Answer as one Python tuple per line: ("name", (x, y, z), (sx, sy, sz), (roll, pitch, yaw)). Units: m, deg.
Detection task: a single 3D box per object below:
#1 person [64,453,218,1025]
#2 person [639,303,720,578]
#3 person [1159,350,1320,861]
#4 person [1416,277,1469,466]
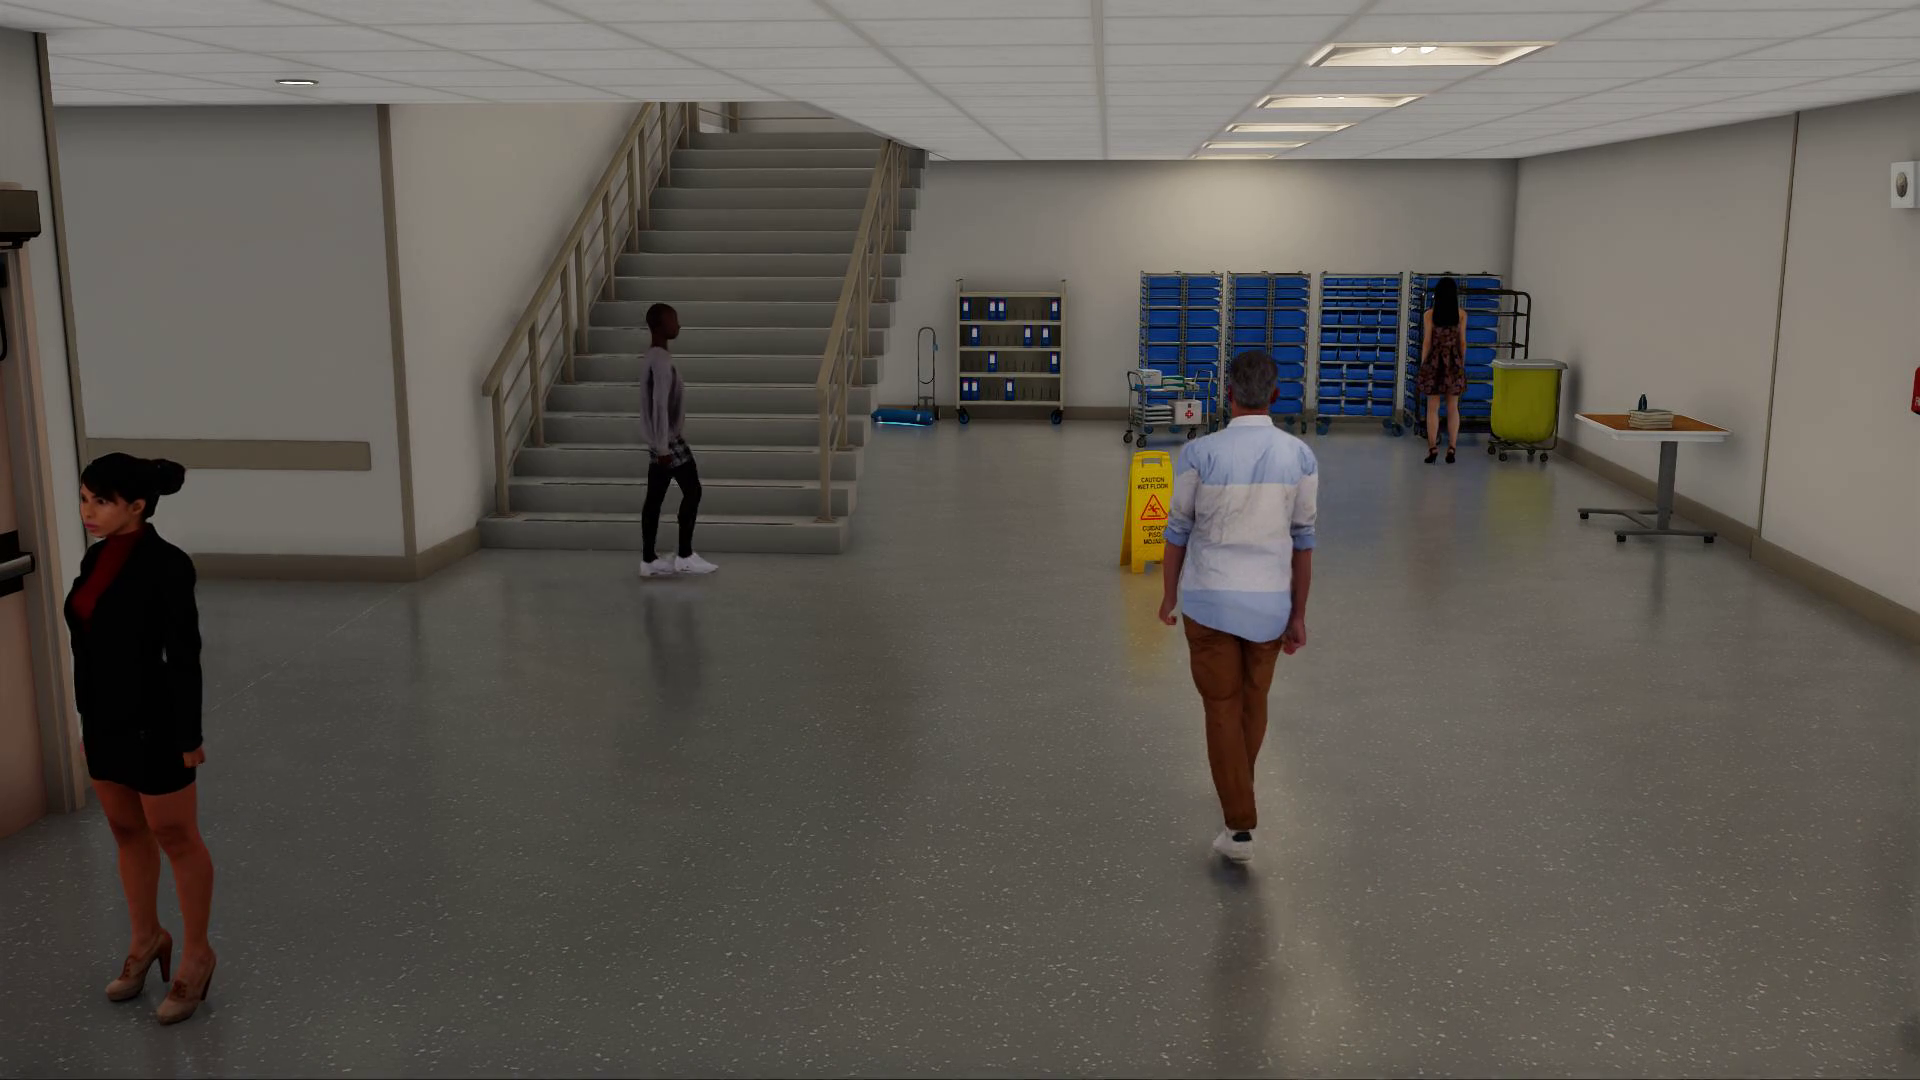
("person", (-2.346, 0.558, 4.775), (0.681, 1.639, 0.717), (6, 12, 27))
("person", (-1.988, -0.619, 10.647), (0.830, 1.761, 0.784), (-3, 11, -17))
("person", (1.004, 0.262, 5.943), (0.844, 1.784, 1.200), (-1, 11, -6))
("person", (4.593, -1.610, 15.837), (0.684, 1.773, 0.689), (0, 11, -1))
